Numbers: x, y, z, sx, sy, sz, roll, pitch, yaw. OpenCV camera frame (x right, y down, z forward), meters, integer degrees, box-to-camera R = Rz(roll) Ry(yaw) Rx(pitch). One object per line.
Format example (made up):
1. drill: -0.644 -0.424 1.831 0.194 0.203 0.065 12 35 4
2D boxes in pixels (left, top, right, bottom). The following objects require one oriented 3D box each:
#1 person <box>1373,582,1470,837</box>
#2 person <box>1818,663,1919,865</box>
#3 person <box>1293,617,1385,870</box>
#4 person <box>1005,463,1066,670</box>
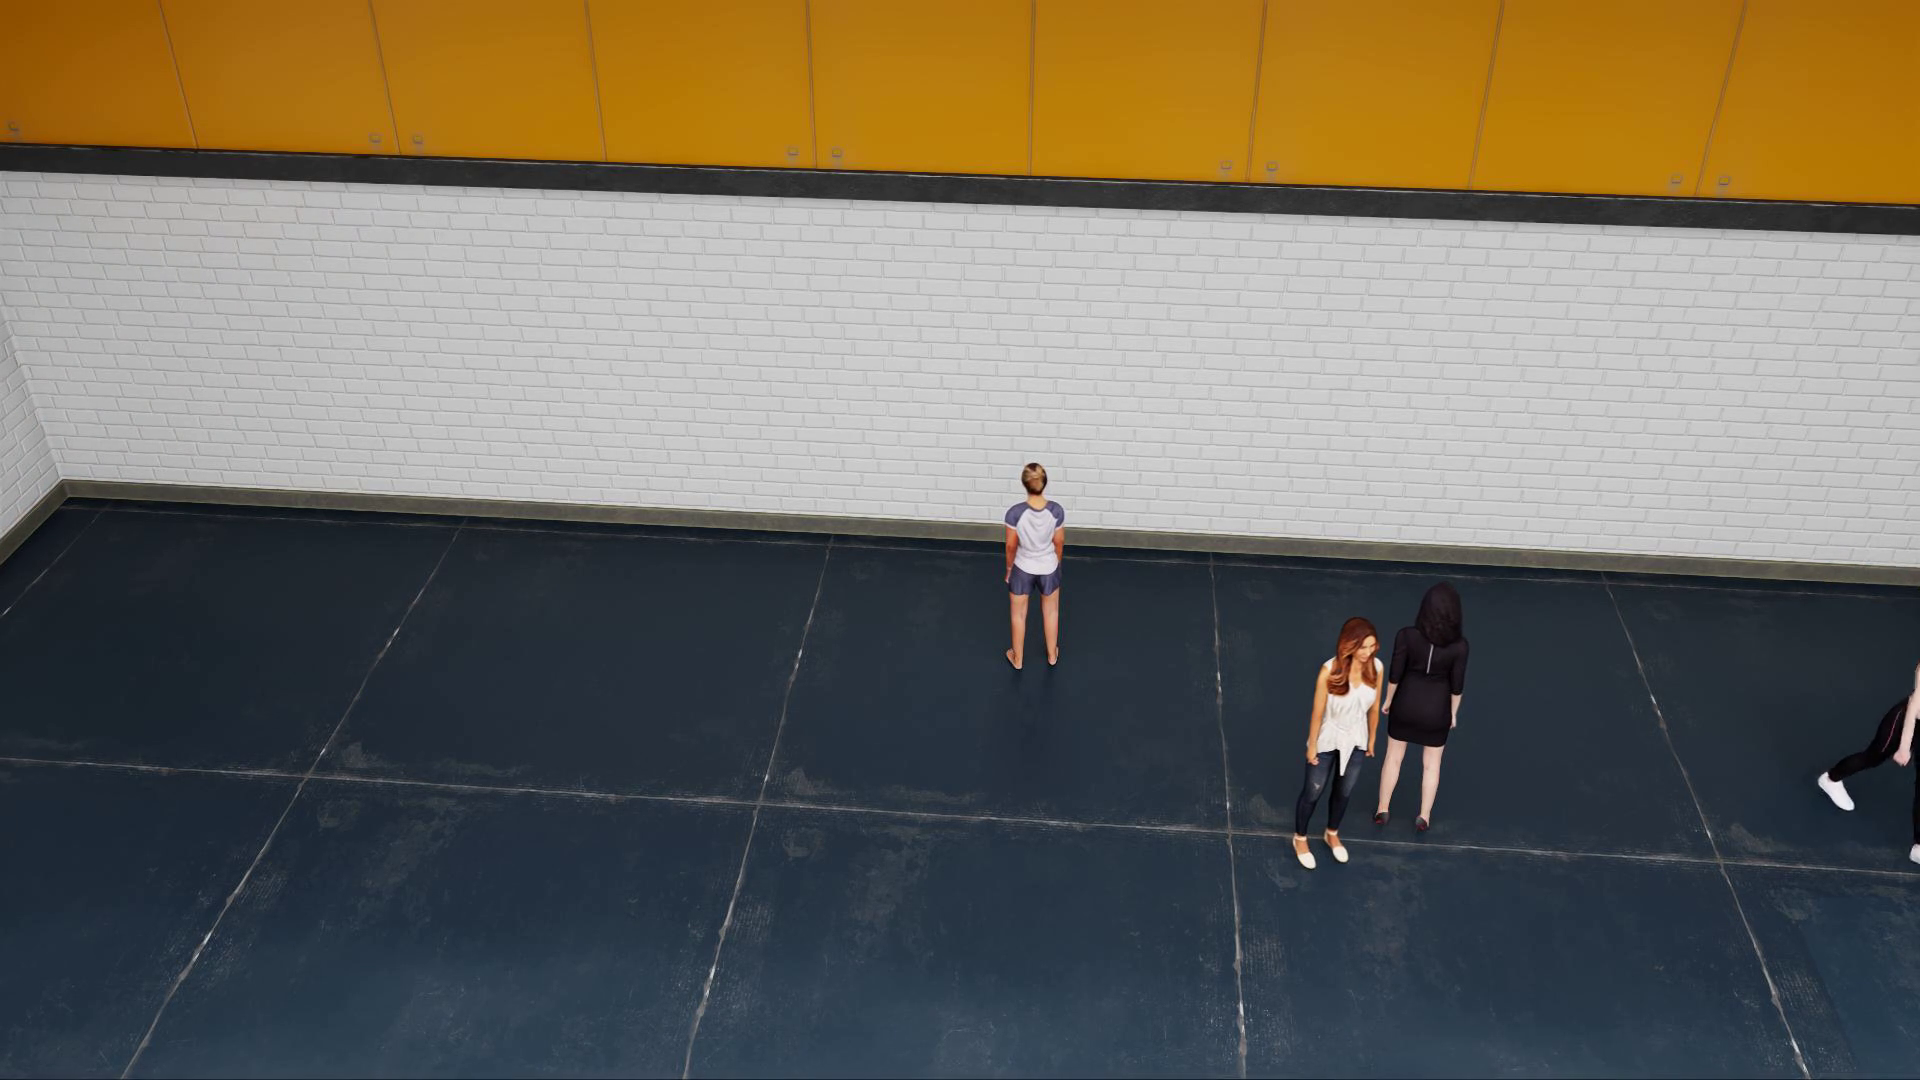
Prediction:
1. person: 2.770 1.047 10.023 0.640 1.805 0.582 12 35 17
2. person: 5.680 1.089 10.054 0.939 1.701 1.265 -14 36 -20
3. person: 2.228 1.181 9.842 0.643 1.782 0.615 -7 34 -10
4. person: 0.516 0.187 11.472 0.631 1.632 0.591 -5 34 -7
